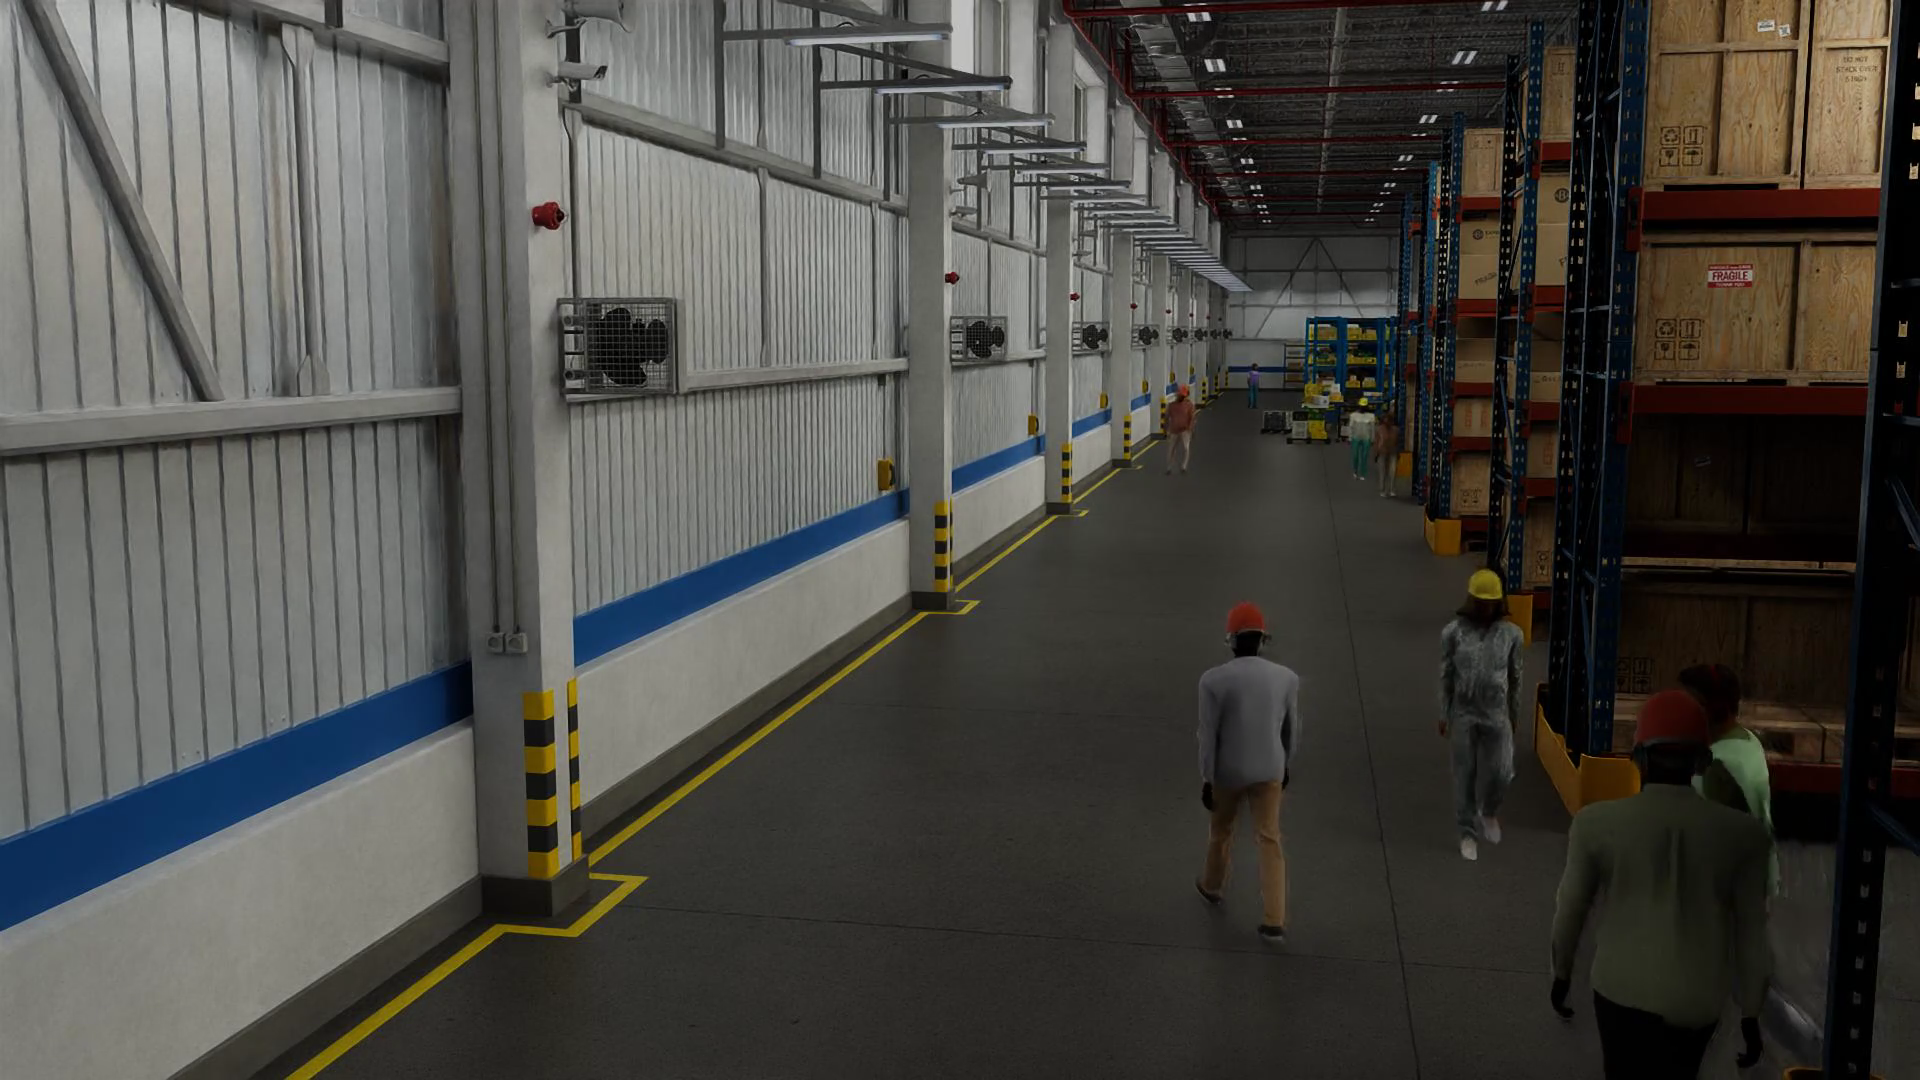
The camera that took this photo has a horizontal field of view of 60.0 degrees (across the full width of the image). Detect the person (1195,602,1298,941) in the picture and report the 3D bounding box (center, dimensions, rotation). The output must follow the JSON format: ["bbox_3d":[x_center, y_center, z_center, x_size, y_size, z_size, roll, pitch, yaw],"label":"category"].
[{"bbox_3d":[1.498,1.174,8.683,0.582,1.699,0.915,-1,7,-10],"label":"person"}]

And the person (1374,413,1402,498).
[{"bbox_3d":[7.966,-1.562,30.959,0.536,1.601,0.809,1,7,5],"label":"person"}]

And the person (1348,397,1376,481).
[{"bbox_3d":[8.373,-2.097,34.630,0.552,1.747,0.481,1,7,10],"label":"person"}]

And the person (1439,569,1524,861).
[{"bbox_3d":[3.059,1.022,9.796,0.489,1.730,0.400,1,7,9],"label":"person"}]

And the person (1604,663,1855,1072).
[{"bbox_3d":[3.098,1.386,6.596,0.885,1.811,0.579,4,8,27],"label":"person"}]

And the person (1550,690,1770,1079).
[{"bbox_3d":[2.287,1.453,5.494,0.640,1.939,1.017,2,7,13],"label":"person"}]

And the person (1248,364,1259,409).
[{"bbox_3d":[11.904,-6.244,67.527,0.563,1.840,0.381,-4,8,-28],"label":"person"}]

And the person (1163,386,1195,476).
[{"bbox_3d":[4.707,-2.332,35.733,0.707,1.944,0.736,0,7,0],"label":"person"}]
